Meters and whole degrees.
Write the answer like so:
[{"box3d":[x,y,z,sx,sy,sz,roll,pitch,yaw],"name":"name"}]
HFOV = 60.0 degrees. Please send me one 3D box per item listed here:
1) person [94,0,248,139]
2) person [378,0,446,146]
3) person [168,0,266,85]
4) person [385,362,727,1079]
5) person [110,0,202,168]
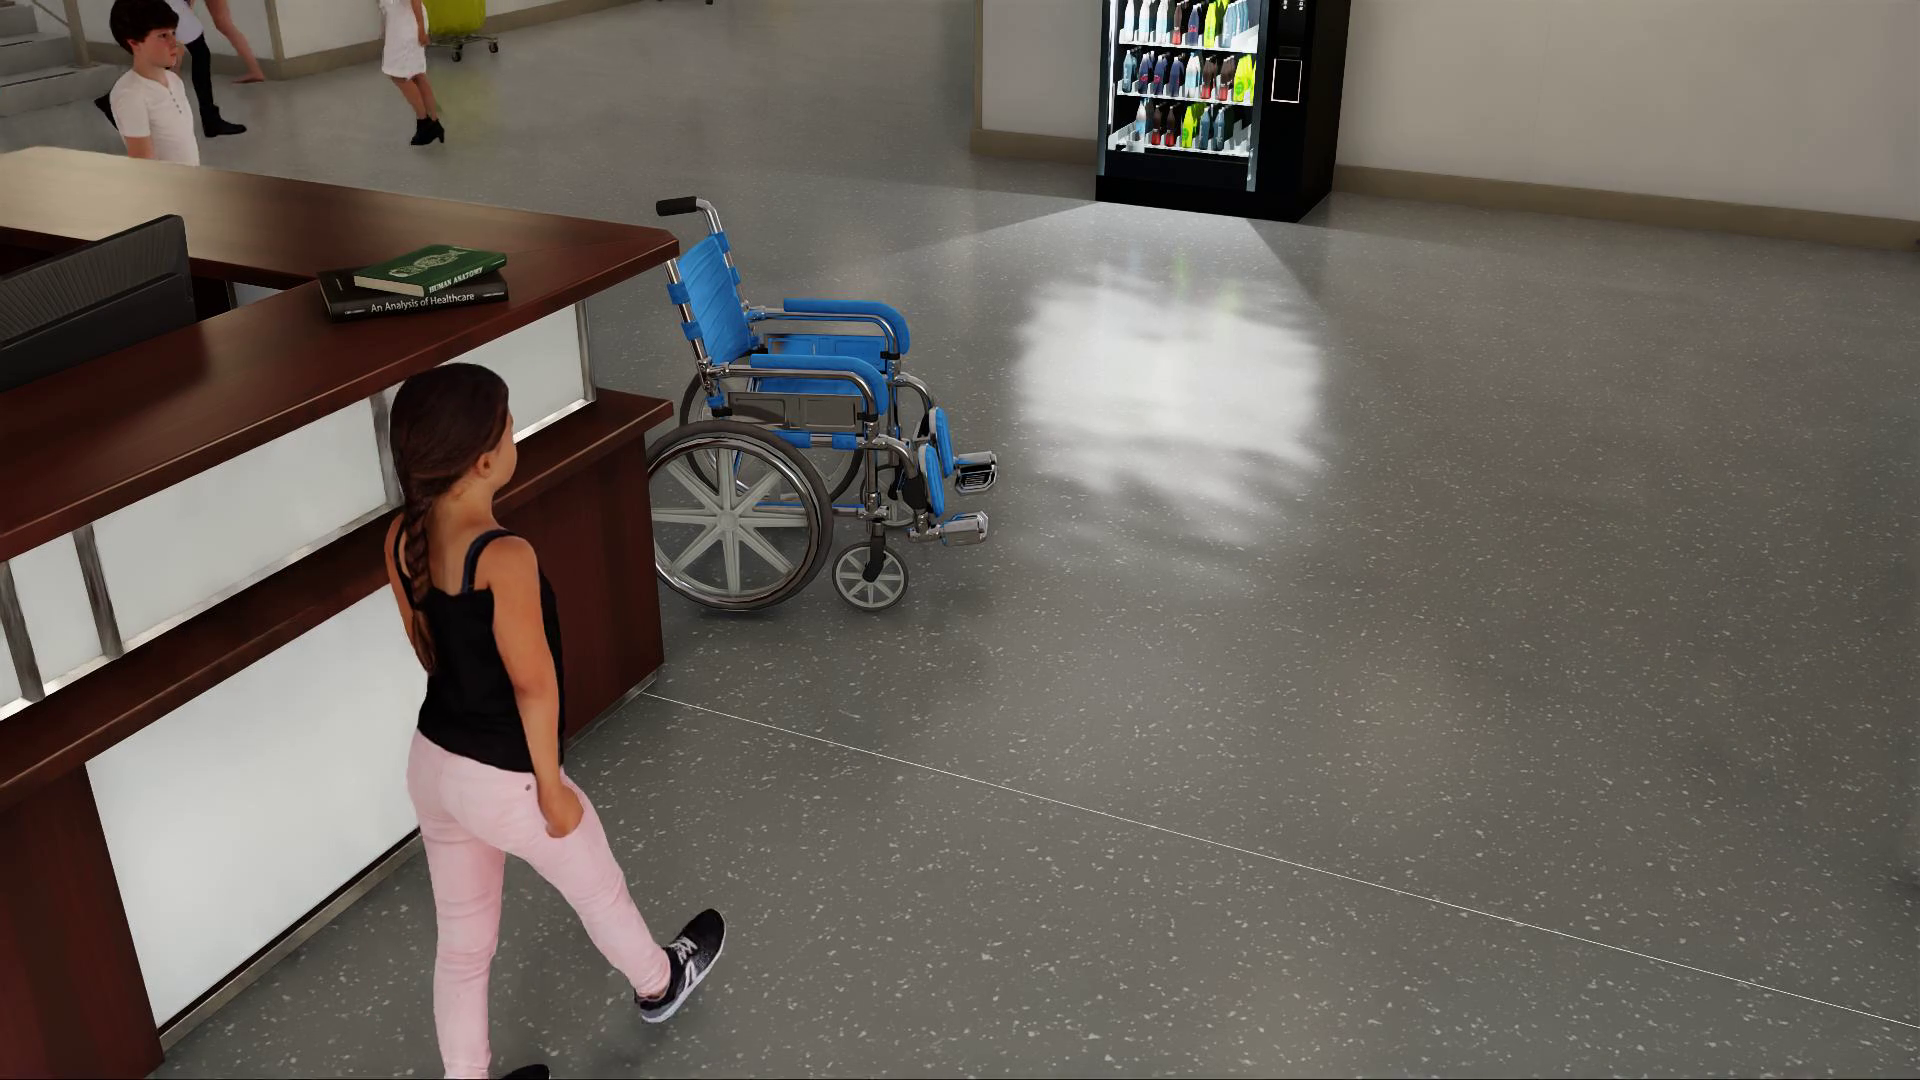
[{"box3d":[-5.287,-3.476,10.849,1.115,1.772,1.127,-12,28,-23],"name":"person"},{"box3d":[-3.531,-3.351,10.856,0.763,1.541,0.686,-16,30,-30],"name":"person"},{"box3d":[-5.675,-4.243,12.590,1.177,1.643,0.891,1,26,1],"name":"person"},{"box3d":[-0.872,0.462,2.952,0.877,1.540,0.632,13,29,25],"name":"person"},{"box3d":[-3.022,-1.178,6.254,1.177,1.624,0.852,2,26,5],"name":"person"}]
